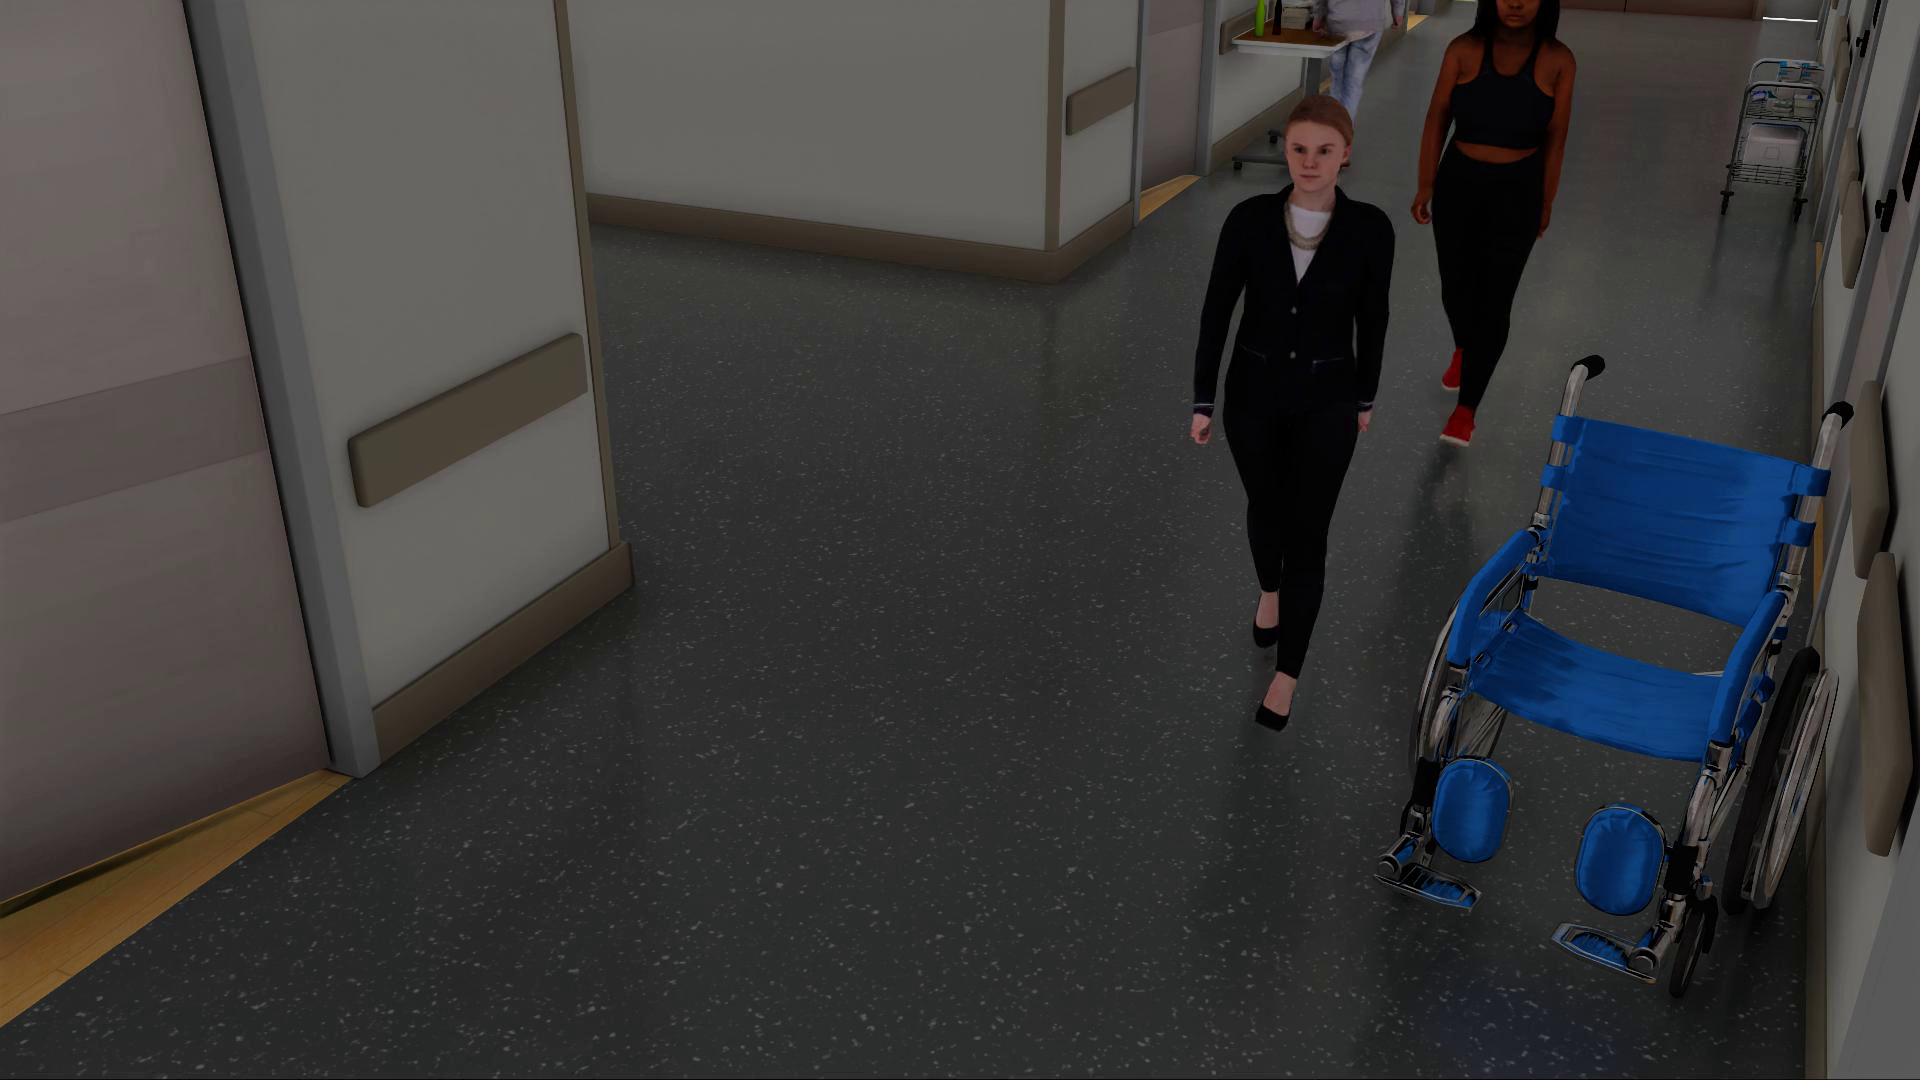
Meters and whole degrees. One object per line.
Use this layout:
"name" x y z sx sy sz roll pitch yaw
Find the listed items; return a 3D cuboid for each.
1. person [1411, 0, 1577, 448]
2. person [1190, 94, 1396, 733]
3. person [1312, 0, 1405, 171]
"person" 2.021 -1.307 6.381 0.672 1.763 1.250 12 28 23
"person" 0.904 -0.362 4.562 0.742 1.640 1.092 7 27 14
"person" 2.416 -3.169 10.201 0.676 1.798 1.078 12 28 22
